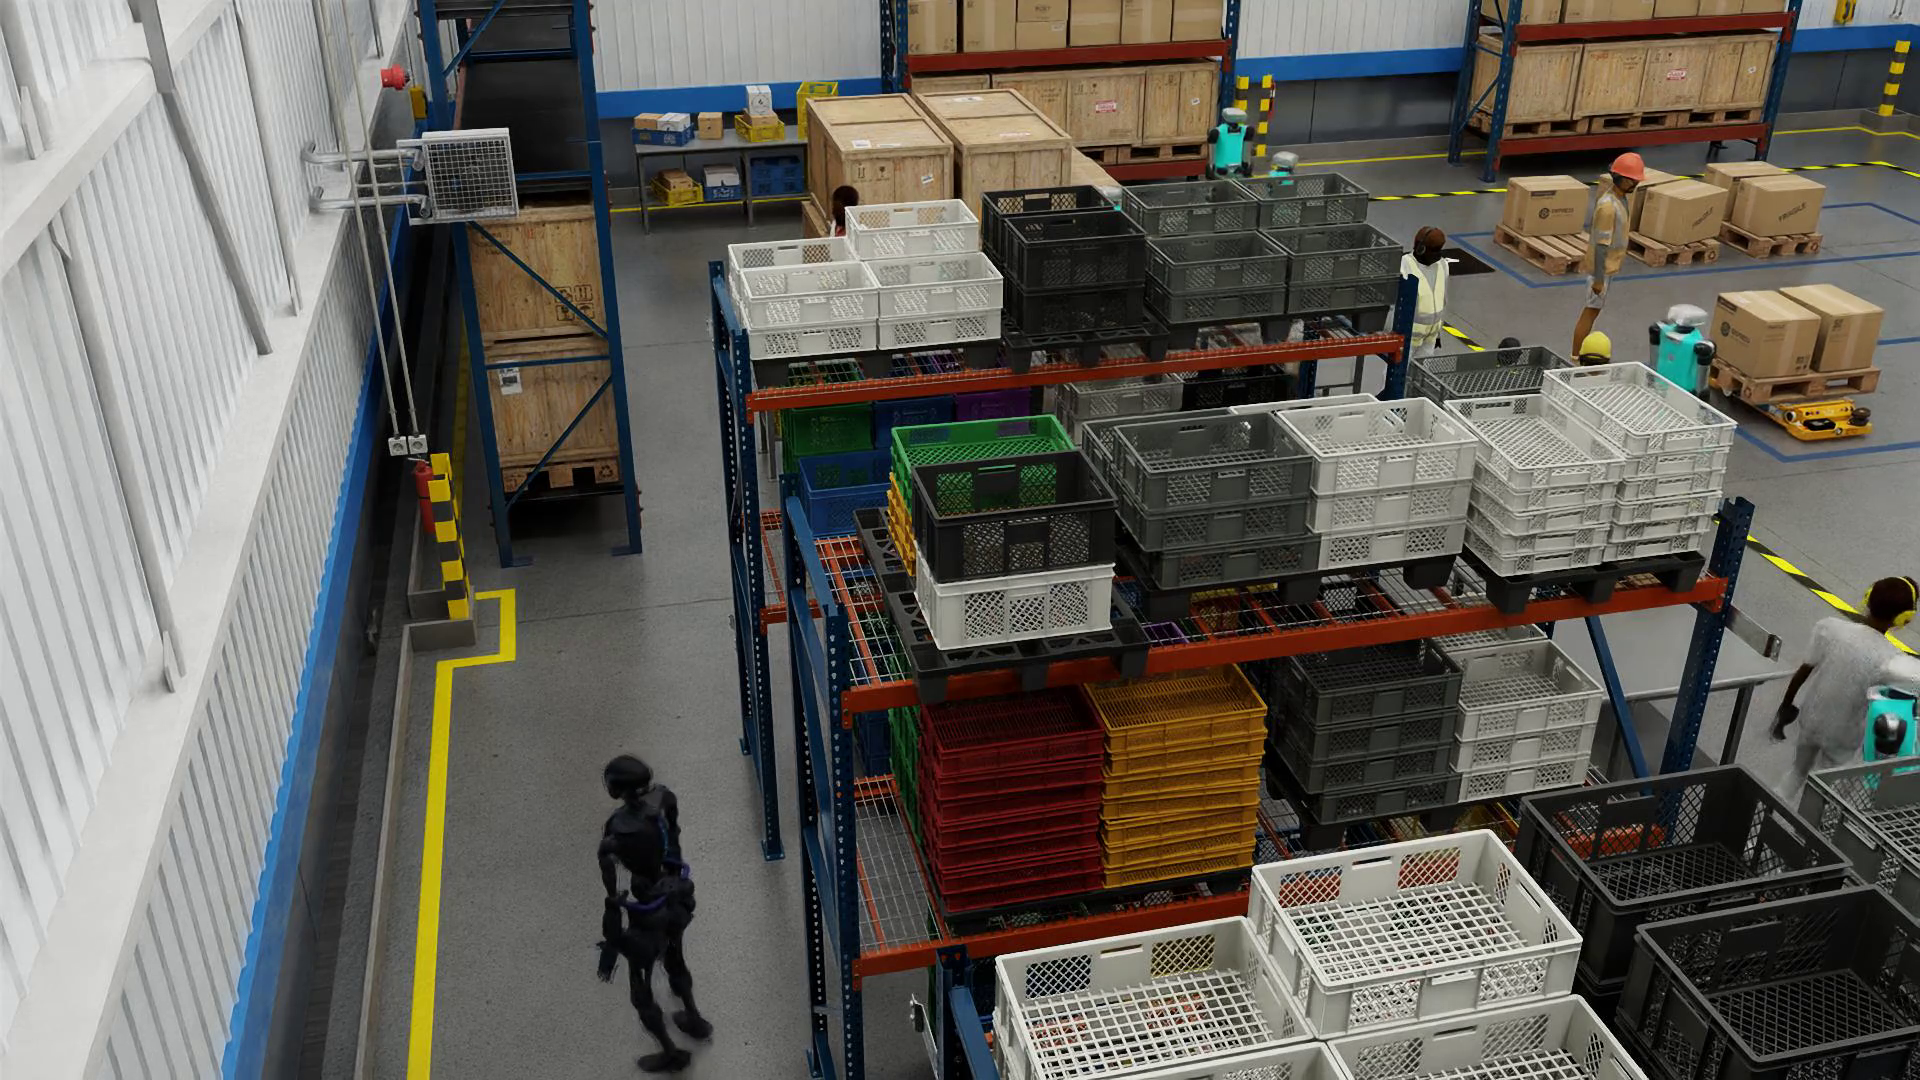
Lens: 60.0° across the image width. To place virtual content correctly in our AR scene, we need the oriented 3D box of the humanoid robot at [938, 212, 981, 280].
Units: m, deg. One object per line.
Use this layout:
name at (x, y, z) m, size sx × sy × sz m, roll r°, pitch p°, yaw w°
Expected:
humanoid robot at (-0.205, -1.854, 13.963) m, size 0.686 × 1.782 × 0.533 m, roll -17°, pitch 32°, yaw -29°

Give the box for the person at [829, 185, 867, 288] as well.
person at (-0.936, -2.104, 14.267) m, size 0.392 × 1.921 × 0.592 m, roll -16°, pitch 32°, yaw -28°

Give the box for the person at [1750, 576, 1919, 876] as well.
person at (4.463, 0.983, 8.493) m, size 0.379 × 1.843 × 0.535 m, roll -19°, pitch 33°, yaw -32°

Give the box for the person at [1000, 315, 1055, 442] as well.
person at (0.524, -1.361, 12.912) m, size 0.509 × 1.872 × 0.329 m, roll 16°, pitch 32°, yaw 28°

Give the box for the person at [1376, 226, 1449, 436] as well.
person at (3.689, -1.659, 13.522) m, size 0.630 × 1.835 × 0.429 m, roll -15°, pitch 31°, yaw -26°

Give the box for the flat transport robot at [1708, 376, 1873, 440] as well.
flat transport robot at (7.139, -1.261, 14.410) m, size 0.652 × 0.197 × 1.431 m, roll -6°, pitch 28°, yaw -12°

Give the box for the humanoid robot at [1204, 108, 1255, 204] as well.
humanoid robot at (2.832, -3.543, 17.177) m, size 0.546 × 1.734 × 0.990 m, roll -11°, pitch 30°, yaw -19°

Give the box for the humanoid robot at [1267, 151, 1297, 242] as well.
humanoid robot at (3.247, -2.758, 15.743) m, size 0.798 × 1.798 × 0.530 m, roll 8°, pitch 29°, yaw 15°

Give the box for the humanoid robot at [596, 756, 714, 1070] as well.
humanoid robot at (-1.361, 1.653, 7.407) m, size 0.354 × 1.653 × 0.602 m, roll 13°, pitch 30°, yaw 23°

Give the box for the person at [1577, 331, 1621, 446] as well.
person at (4.294, -0.601, 11.582) m, size 0.531 × 1.765 × 0.326 m, roll 5°, pitch 28°, yaw 10°

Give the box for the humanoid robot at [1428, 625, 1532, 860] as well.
humanoid robot at (2.819, 1.072, 8.538) m, size 0.741 × 1.630 × 0.598 m, roll 10°, pitch 29°, yaw 18°

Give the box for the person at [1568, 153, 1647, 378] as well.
person at (5.740, -2.426, 14.750) m, size 0.384 × 2.039 × 0.613 m, roll 14°, pitch 31°, yaw 25°

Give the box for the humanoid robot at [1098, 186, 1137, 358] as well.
humanoid robot at (1.464, -2.345, 14.840) m, size 0.724 × 1.723 × 0.531 m, roll -19°, pitch 33°, yaw -31°

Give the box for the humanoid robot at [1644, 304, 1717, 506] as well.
humanoid robot at (5.340, -0.951, 12.255) m, size 0.783 × 1.736 × 0.627 m, roll -14°, pitch 31°, yaw -25°

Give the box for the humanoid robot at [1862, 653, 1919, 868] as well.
humanoid robot at (4.507, 1.409, 7.815) m, size 0.856 × 1.773 × 0.540 m, roll 15°, pitch 31°, yaw 27°

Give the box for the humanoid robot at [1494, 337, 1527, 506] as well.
humanoid robot at (3.766, -0.634, 11.722) m, size 0.599 × 1.657 × 0.315 m, roll -1°, pitch 28°, yaw -2°

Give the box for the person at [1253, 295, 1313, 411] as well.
person at (2.402, -1.109, 12.482) m, size 0.438 × 1.824 × 0.511 m, roll -22°, pitch 35°, yaw -35°
